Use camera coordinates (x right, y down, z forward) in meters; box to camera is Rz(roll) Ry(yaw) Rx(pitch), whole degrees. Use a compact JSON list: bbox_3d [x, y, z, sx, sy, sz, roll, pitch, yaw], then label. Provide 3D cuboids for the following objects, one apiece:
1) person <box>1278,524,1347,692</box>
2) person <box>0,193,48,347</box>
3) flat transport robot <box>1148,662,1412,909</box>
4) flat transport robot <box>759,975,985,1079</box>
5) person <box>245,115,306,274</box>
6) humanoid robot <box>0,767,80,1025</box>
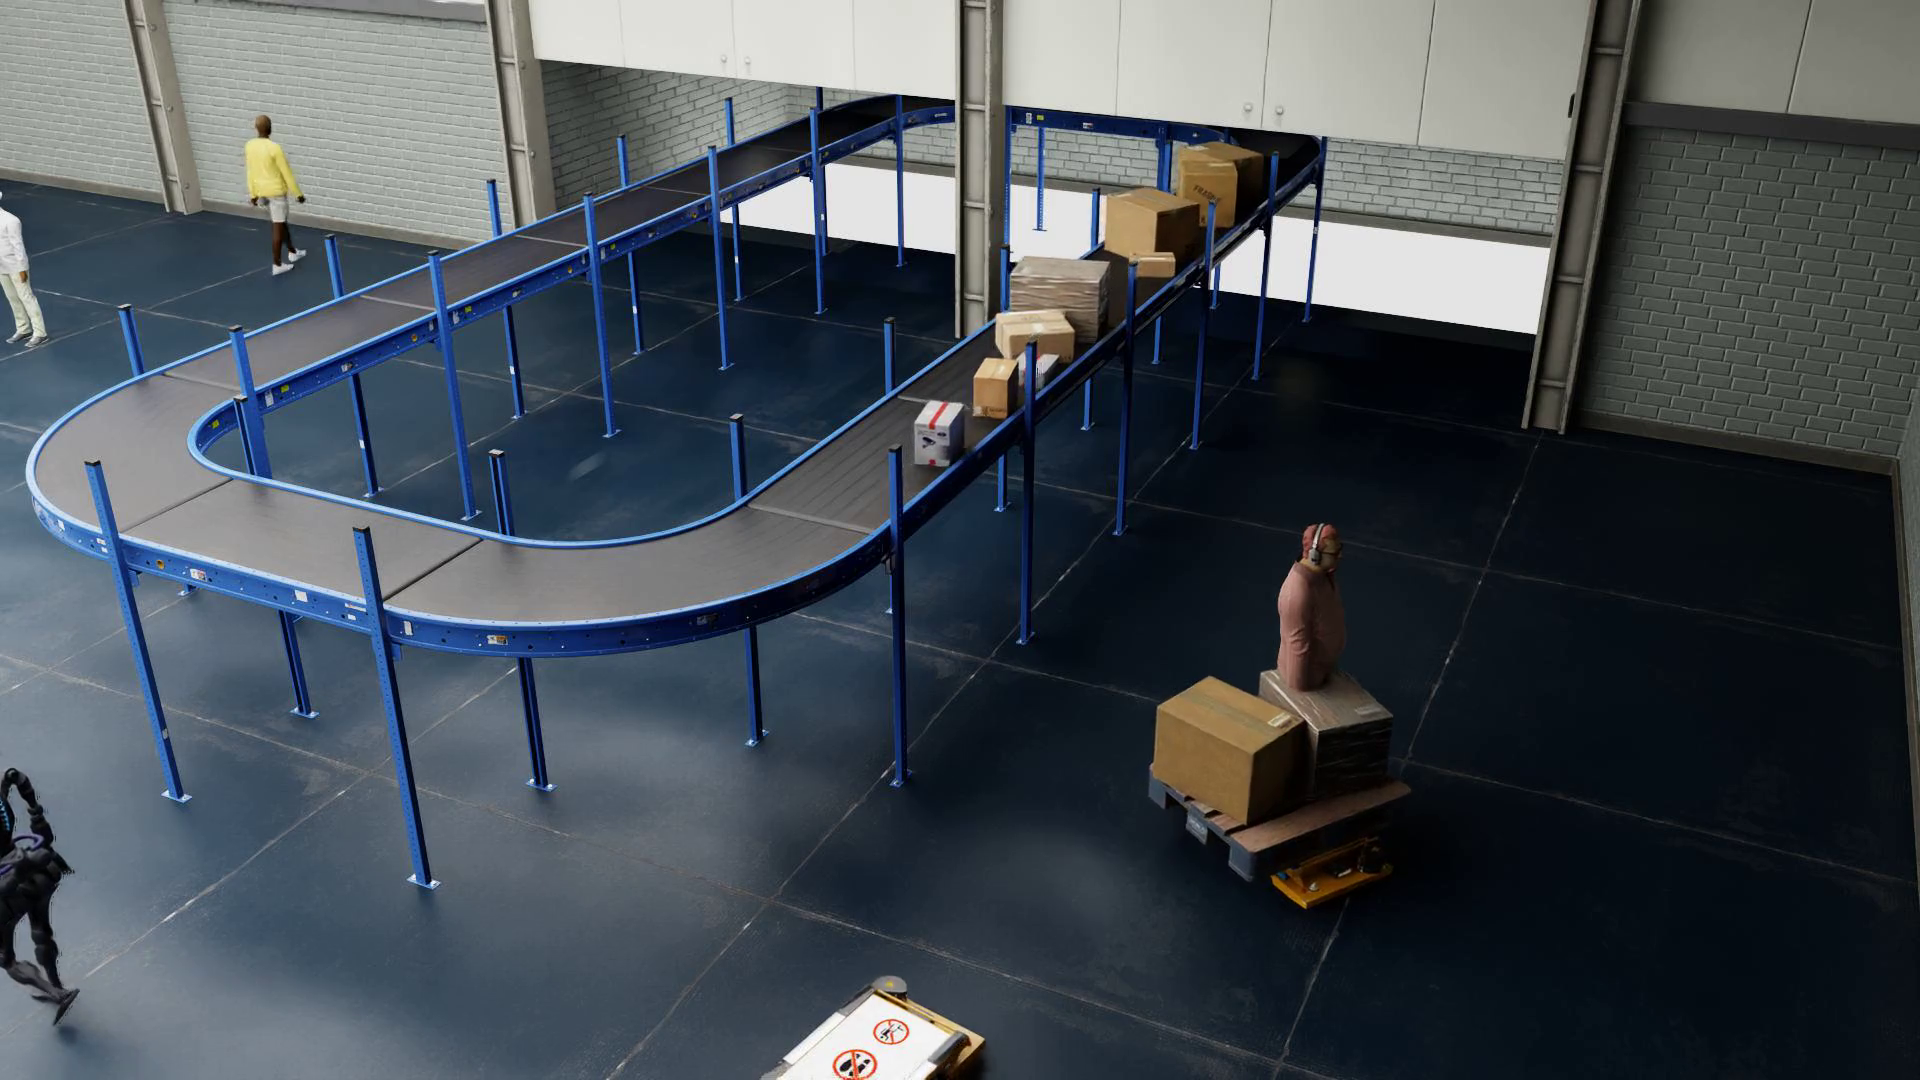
[{"bbox_3d":[2.112,0.780,10.093,0.422,1.919,0.652,10,28,19],"label":"person"},{"bbox_3d":[-10.145,-2.926,17.713,0.567,1.743,0.347,13,29,24],"label":"person"},{"bbox_3d":[1.874,1.688,10.075,0.659,0.231,1.431,-14,30,-26],"label":"flat transport robot"},{"bbox_3d":[-0.553,2.683,8.069,0.659,0.231,1.431,18,32,32],"label":"flat transport robot"},{"bbox_3d":[-8.232,-4.229,20.185,0.574,1.870,0.834,11,28,21],"label":"person"},{"bbox_3d":[-4.744,1.723,8.417,0.456,1.641,0.613,9,28,18],"label":"humanoid robot"}]
